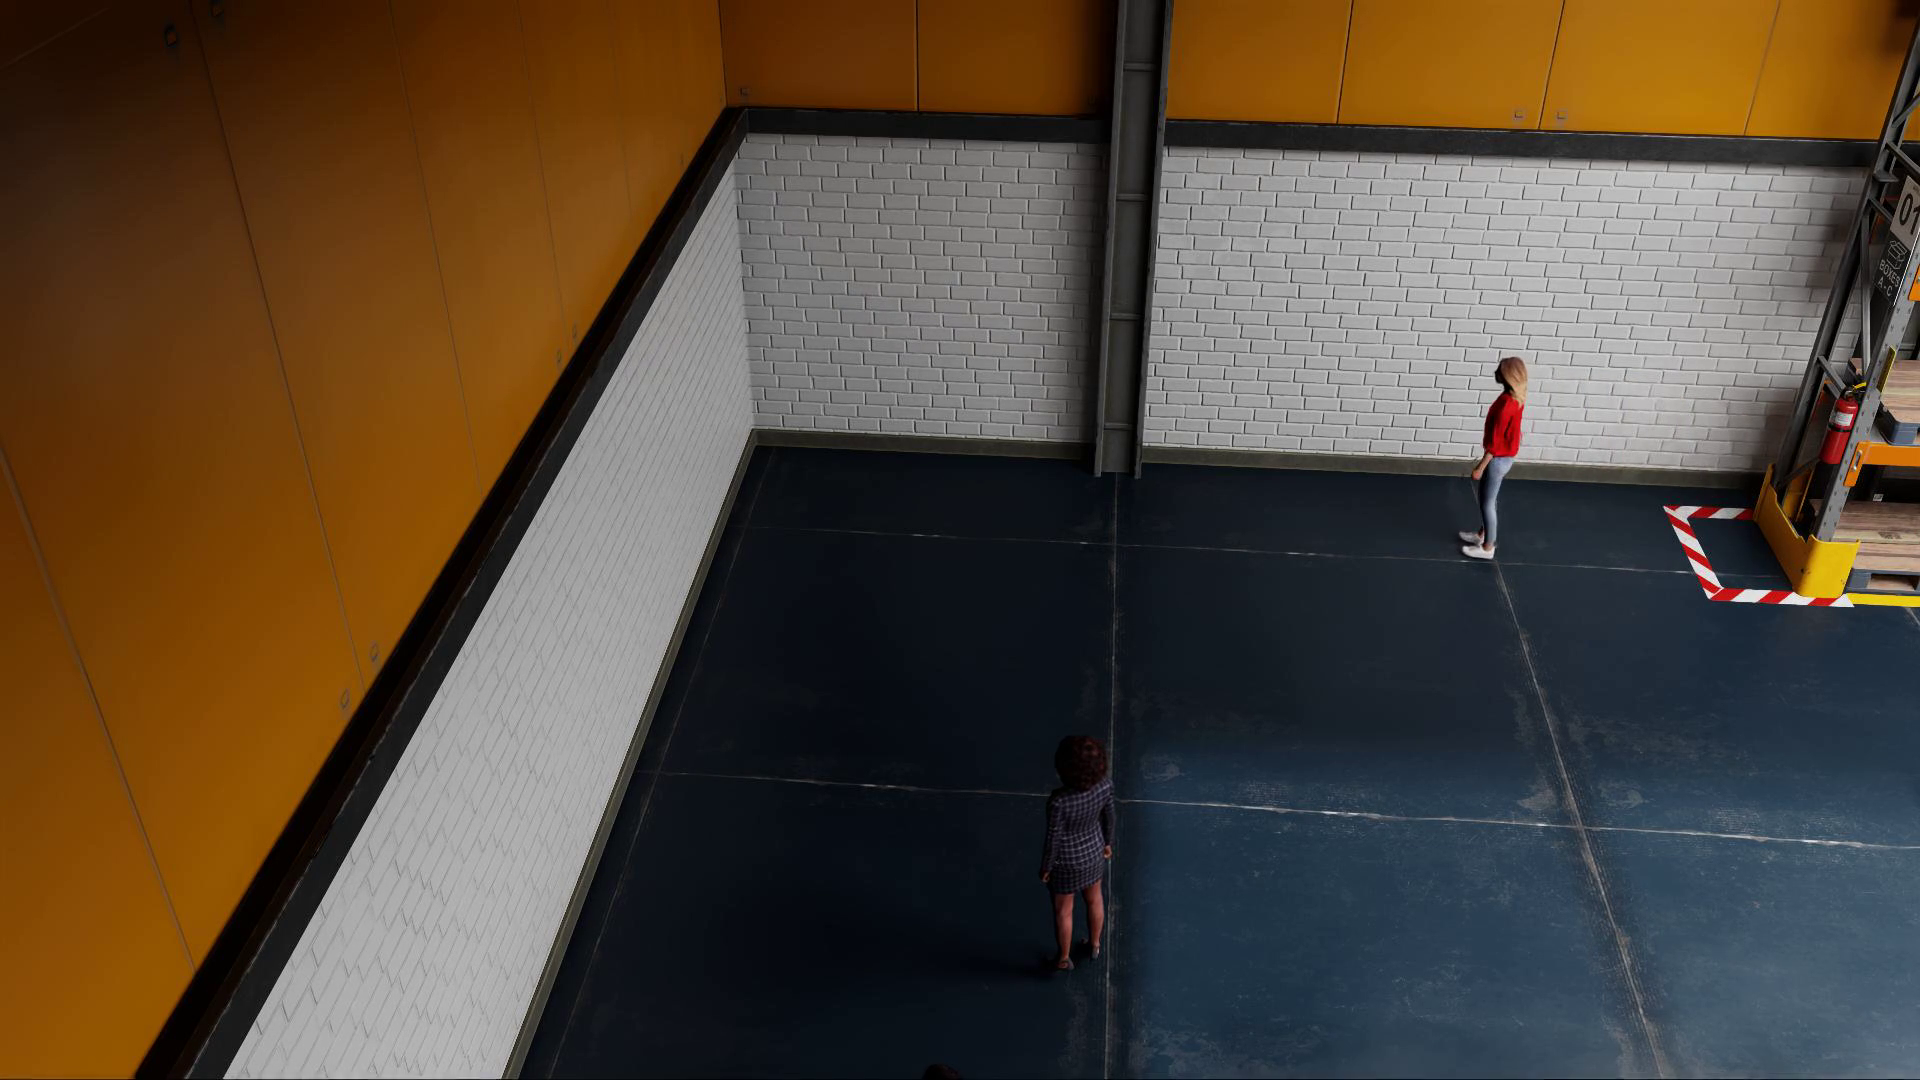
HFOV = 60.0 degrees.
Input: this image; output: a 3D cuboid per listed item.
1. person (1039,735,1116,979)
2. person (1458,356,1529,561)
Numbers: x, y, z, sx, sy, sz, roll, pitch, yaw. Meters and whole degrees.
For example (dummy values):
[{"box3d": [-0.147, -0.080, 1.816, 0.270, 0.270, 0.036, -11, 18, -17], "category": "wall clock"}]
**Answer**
[{"box3d": [0.642, 1.758, 9.186, 0.665, 1.702, 0.767, -17, 37, -24], "category": "person"}, {"box3d": [4.136, -0.609, 12.747, 0.667, 1.702, 0.696, 15, 36, 21], "category": "person"}]
